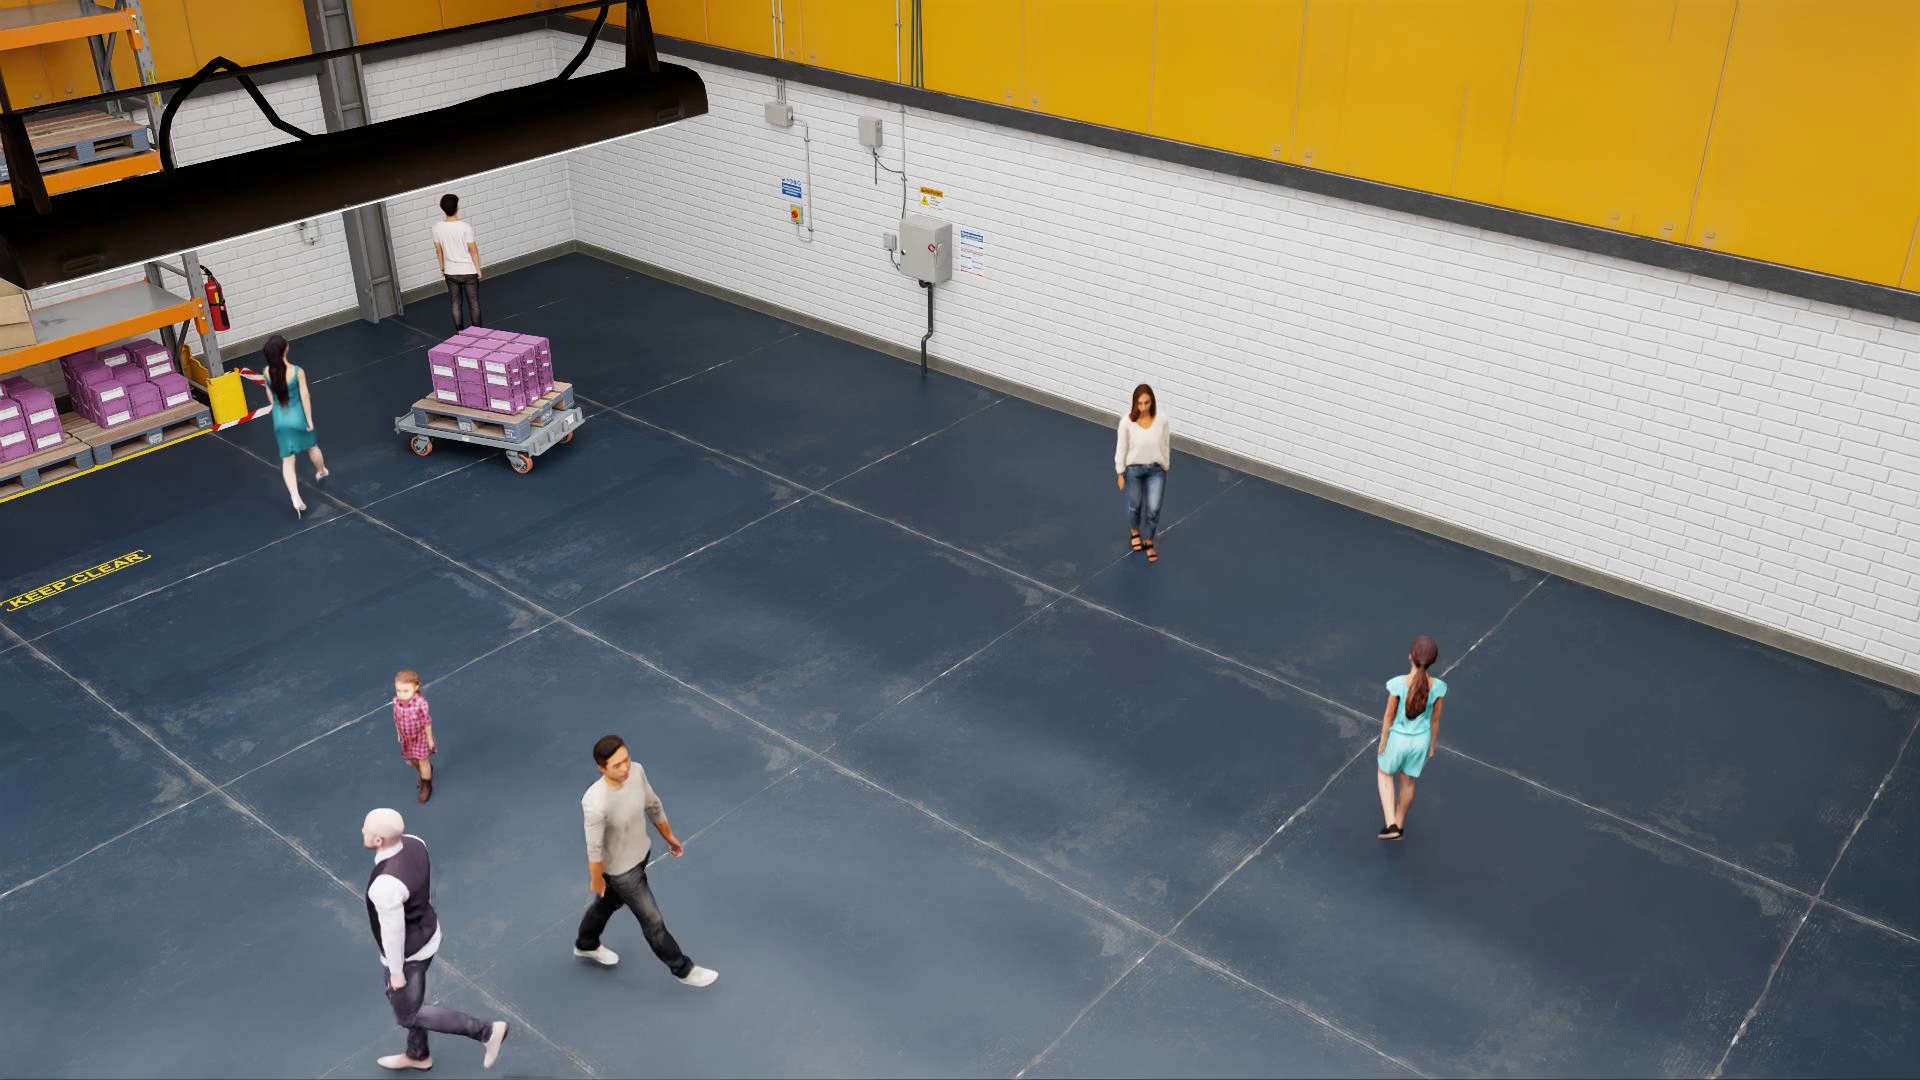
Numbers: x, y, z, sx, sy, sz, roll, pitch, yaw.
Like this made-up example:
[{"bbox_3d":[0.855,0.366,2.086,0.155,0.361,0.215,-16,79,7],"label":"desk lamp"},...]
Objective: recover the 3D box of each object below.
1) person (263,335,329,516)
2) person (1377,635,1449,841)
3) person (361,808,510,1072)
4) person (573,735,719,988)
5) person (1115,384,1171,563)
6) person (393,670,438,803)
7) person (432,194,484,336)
[{"bbox_3d":[-6.058,-1.009,15.014,0.998,1.642,1.033,-4,29,-7],"label":"person"},{"bbox_3d":[2.917,1.340,10.803,0.745,1.551,0.833,3,29,5],"label":"person"},{"bbox_3d":[-2.889,2.212,8.944,1.125,1.800,1.077,-1,29,-2],"label":"person"},{"bbox_3d":[-2.034,1.845,9.662,1.046,1.758,1.227,8,30,14],"label":"person"},{"bbox_3d":[1.579,-0.625,14.296,0.818,1.655,0.878,-1,29,-2],"label":"person"},{"bbox_3d":[-3.724,1.302,11.429,0.535,1.018,0.597,4,29,8],"label":"person"},{"bbox_3d":[-5.620,-3.051,18.674,0.705,1.721,0.732,2,29,3],"label":"person"}]
